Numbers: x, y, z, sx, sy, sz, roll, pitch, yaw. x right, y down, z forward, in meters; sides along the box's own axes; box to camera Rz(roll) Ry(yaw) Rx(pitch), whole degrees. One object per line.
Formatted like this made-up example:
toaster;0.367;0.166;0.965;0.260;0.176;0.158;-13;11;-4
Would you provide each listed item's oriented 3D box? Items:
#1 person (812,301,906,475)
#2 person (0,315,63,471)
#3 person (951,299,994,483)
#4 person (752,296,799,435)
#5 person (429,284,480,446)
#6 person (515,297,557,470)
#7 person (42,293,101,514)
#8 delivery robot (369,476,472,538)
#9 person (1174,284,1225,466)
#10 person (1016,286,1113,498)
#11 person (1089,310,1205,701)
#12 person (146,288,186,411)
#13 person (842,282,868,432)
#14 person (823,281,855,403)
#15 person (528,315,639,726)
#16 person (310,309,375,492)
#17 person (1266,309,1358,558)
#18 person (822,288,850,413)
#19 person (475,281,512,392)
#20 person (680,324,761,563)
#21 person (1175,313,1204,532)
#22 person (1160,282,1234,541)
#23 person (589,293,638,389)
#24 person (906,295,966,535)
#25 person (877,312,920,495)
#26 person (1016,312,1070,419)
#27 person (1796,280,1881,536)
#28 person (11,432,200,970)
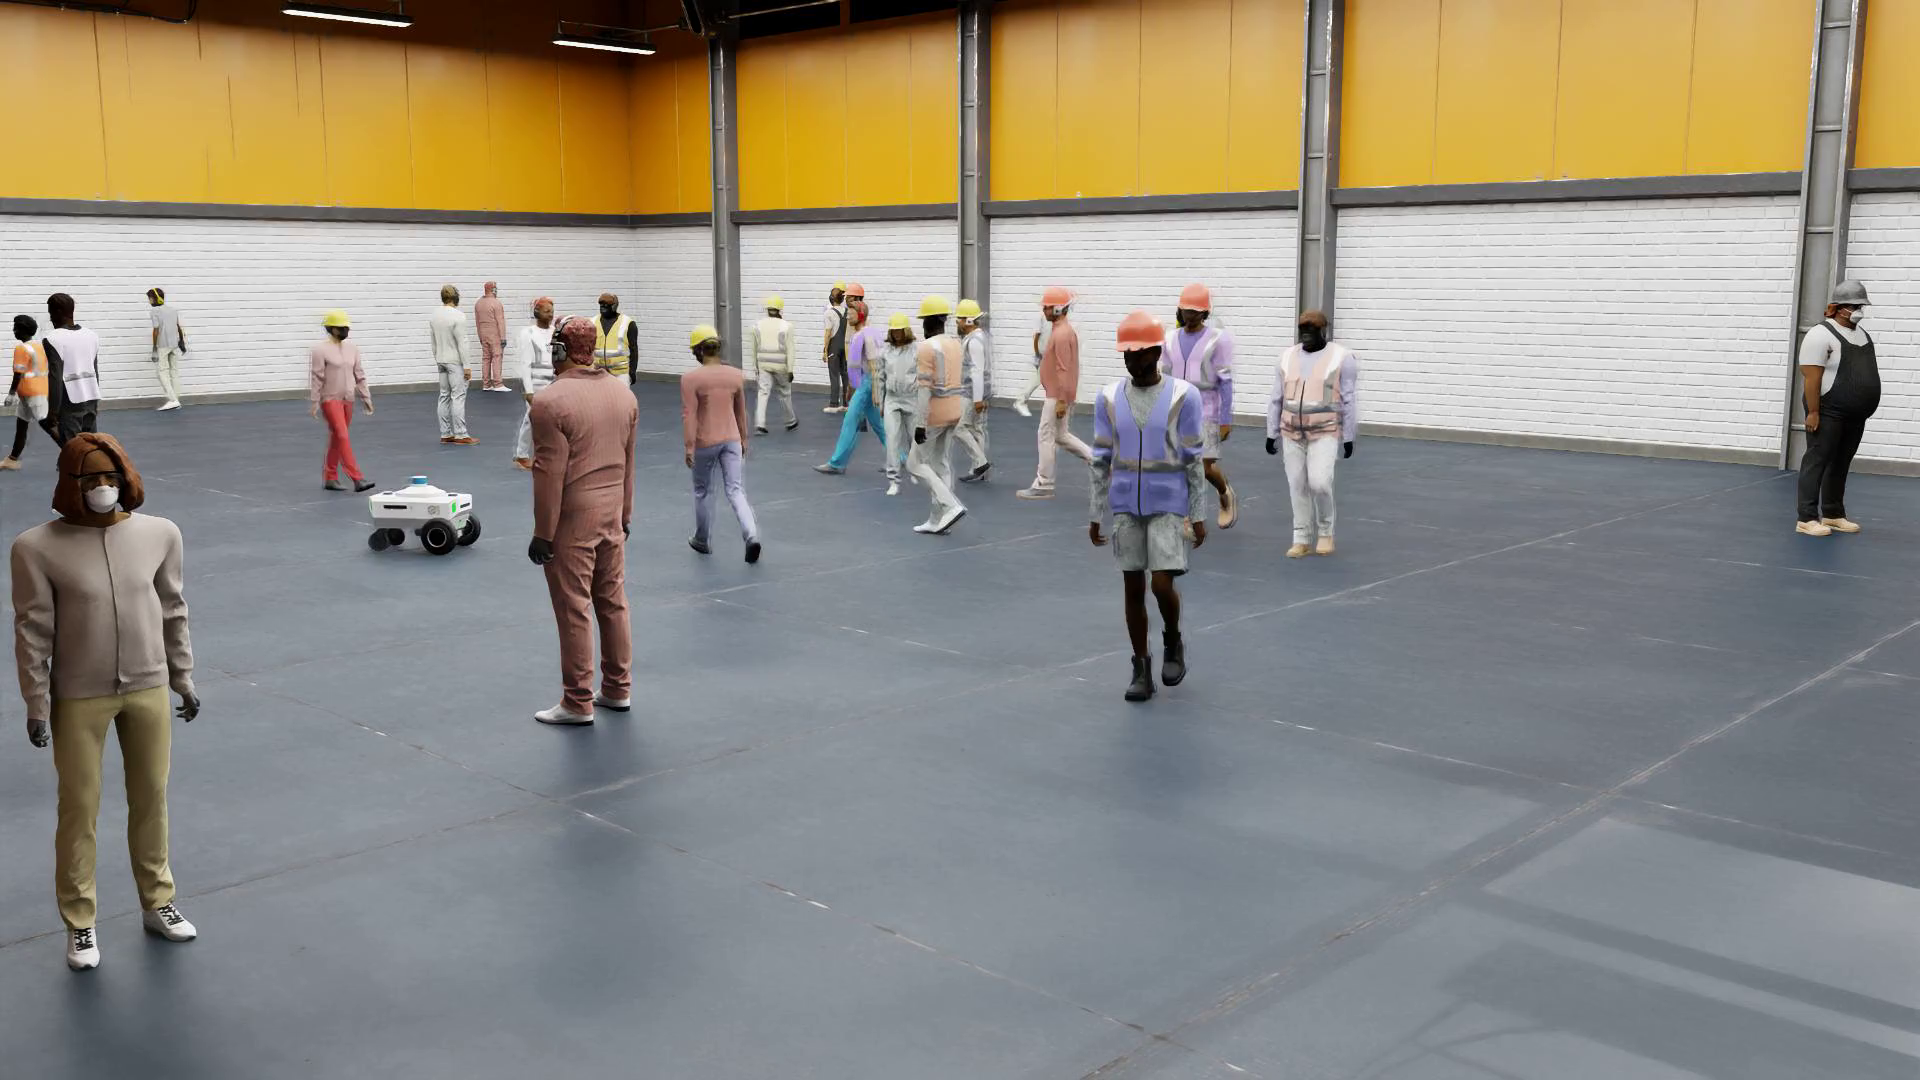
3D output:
person;-1.017;-1.569;17.183;0.994;1.795;0.585;-2;10;-14
person;-9.683;-1.524;17.362;0.907;1.649;0.539;-2;10;-15
person;0.103;-1.445;16.345;0.418;1.819;0.589;1;9;5
person;-2.377;-2.236;21.334;0.612;1.780;0.968;3;10;16
person;-6.083;-2.093;19.957;0.630;1.940;0.371;7;12;36
person;-4.347;-1.604;17.316;1.007;1.837;0.586;7;12;38
person;-7.692;-1.182;14.445;0.392;1.916;0.592;1;9;9
delivery robot;-4.062;-0.239;12.526;0.707;0.478;0.477;1;10;7
person;2.544;-1.751;17.791;0.601;1.961;0.372;-3;10;-17
person;0.976;-1.349;15.309;0.837;1.969;0.631;1;9;6
person;0.910;-0.160;8.142;0.579;1.922;0.453;4;10;24
person;-11.871;-2.868;25.047;0.497;1.841;0.753;5;11;28
person;-1.364;-2.374;21.665;0.342;1.942;0.552;-1;9;-6
person;-1.883;-3.119;26.290;0.594;1.922;0.386;-3;10;-19
person;-1.786;-0.092;7.784;0.408;1.906;0.653;5;10;28
person;-5.781;-1.302;15.713;0.852;1.725;0.552;5;10;26
person;2.562;-0.769;12.180;0.646;1.828;0.451;7;11;35
person;-1.811;-2.791;24.523;0.508;1.846;0.345;-9;13;-43
person;-8.062;-3.509;28.741;0.651;1.905;0.409;6;11;34
person;-1.754;-0.704;12.086;0.550;1.717;0.874;-6;11;-35
person;1.824;-0.996;13.540;0.368;1.851;0.682;-2;9;-11
person;1.857;-0.979;12.888;0.632;2.022;0.671;8;12;40
person;-4.109;-1.986;19.606;0.625;1.840;0.430;1;9;8
person;-0.180;-0.974;13.157;0.428;1.913;0.621;5;11;29
person;-0.538;-1.308;15.819;0.494;1.718;0.689;1;9;4
person;1.209;-2.637;23.704;0.583;1.818;0.952;-7;12;-38
person;7.040;-1.053;13.268;0.688;2.000;0.536;-5;11;-28
person;-2.612;0.479;5.121;0.264;1.632;0.507;9;13;43
